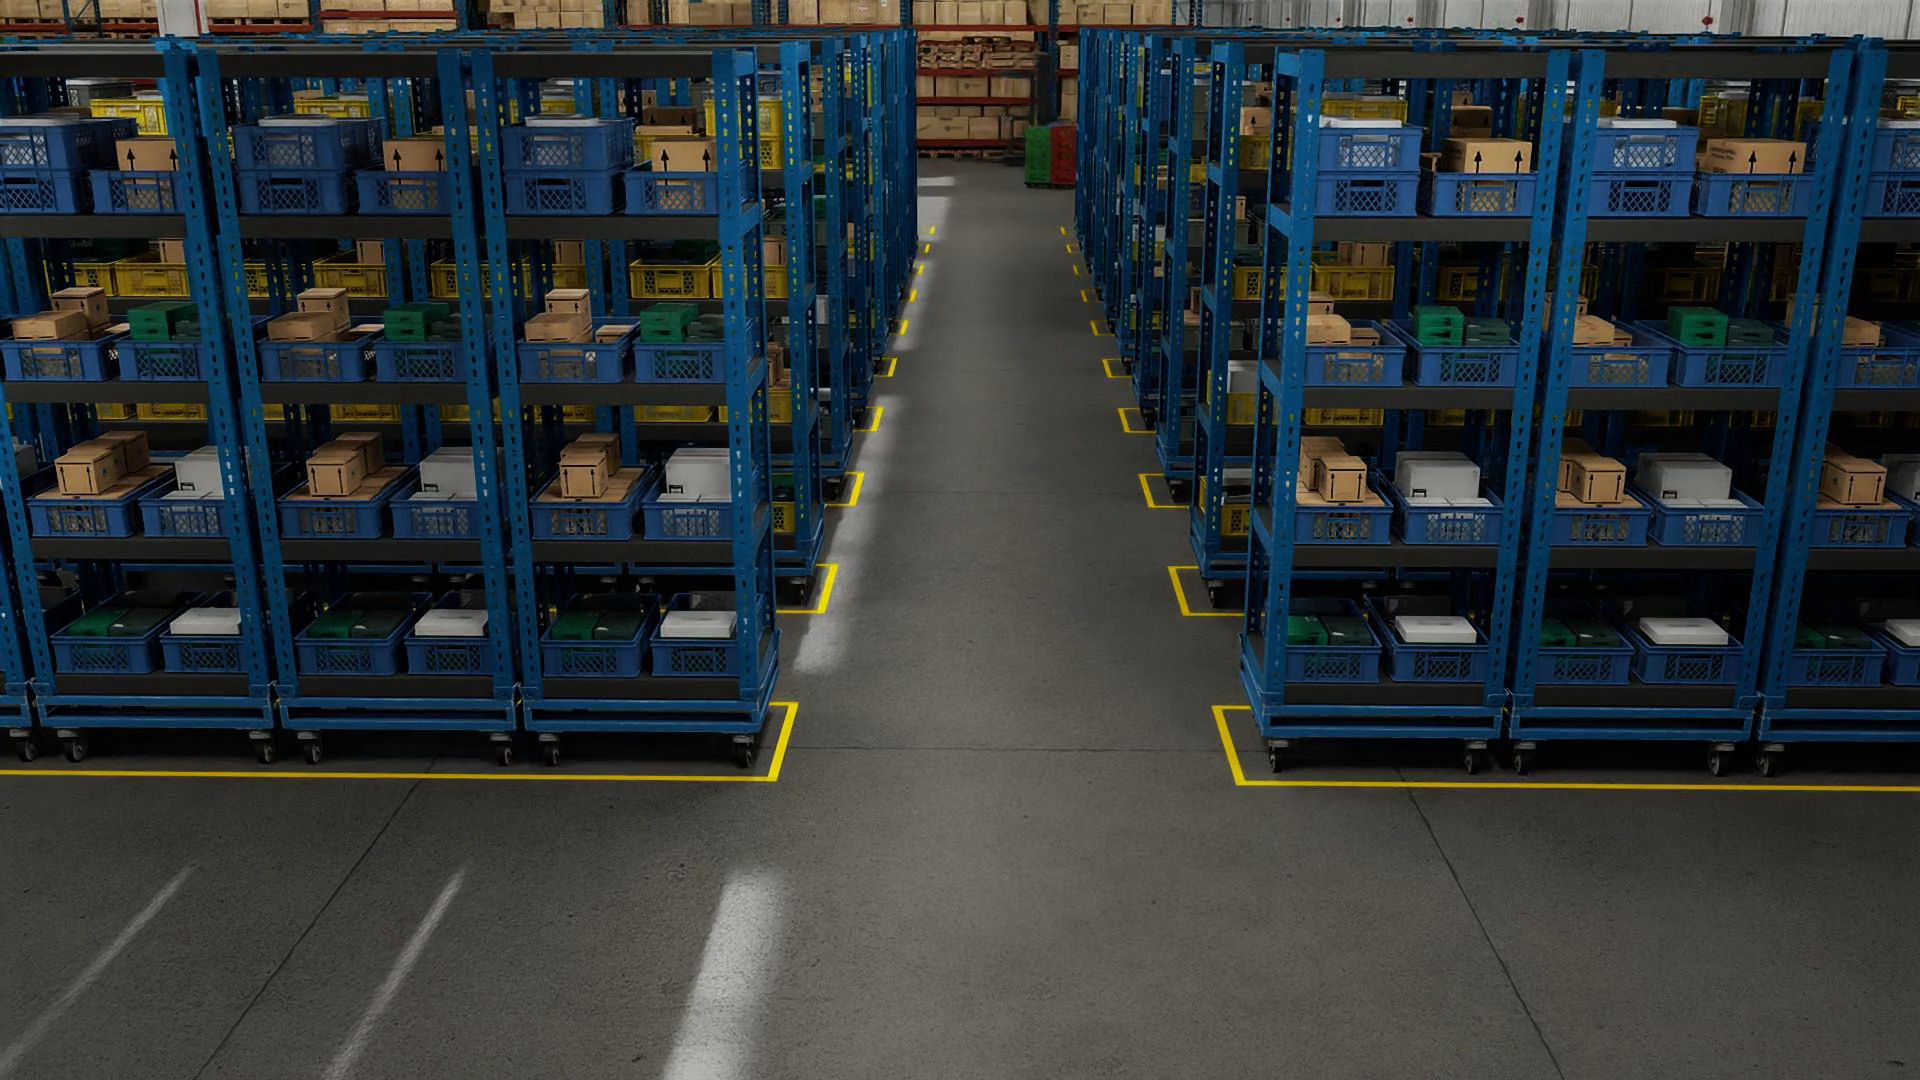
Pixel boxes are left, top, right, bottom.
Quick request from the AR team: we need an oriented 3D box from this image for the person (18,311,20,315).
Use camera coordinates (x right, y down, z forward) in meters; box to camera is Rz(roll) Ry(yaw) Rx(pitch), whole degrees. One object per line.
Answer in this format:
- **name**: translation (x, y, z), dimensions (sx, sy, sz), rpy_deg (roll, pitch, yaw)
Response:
- **person**: translation (-8.850, -2.023, 15.617), dimensions (0.621, 1.959, 0.971), rpy_deg (4, 18, 11)

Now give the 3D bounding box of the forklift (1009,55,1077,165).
- **forklift**: translation (2.214, -11.243, 43.471), dimensions (1.873, 2.768, 1.129), rpy_deg (0, 17, 1)
